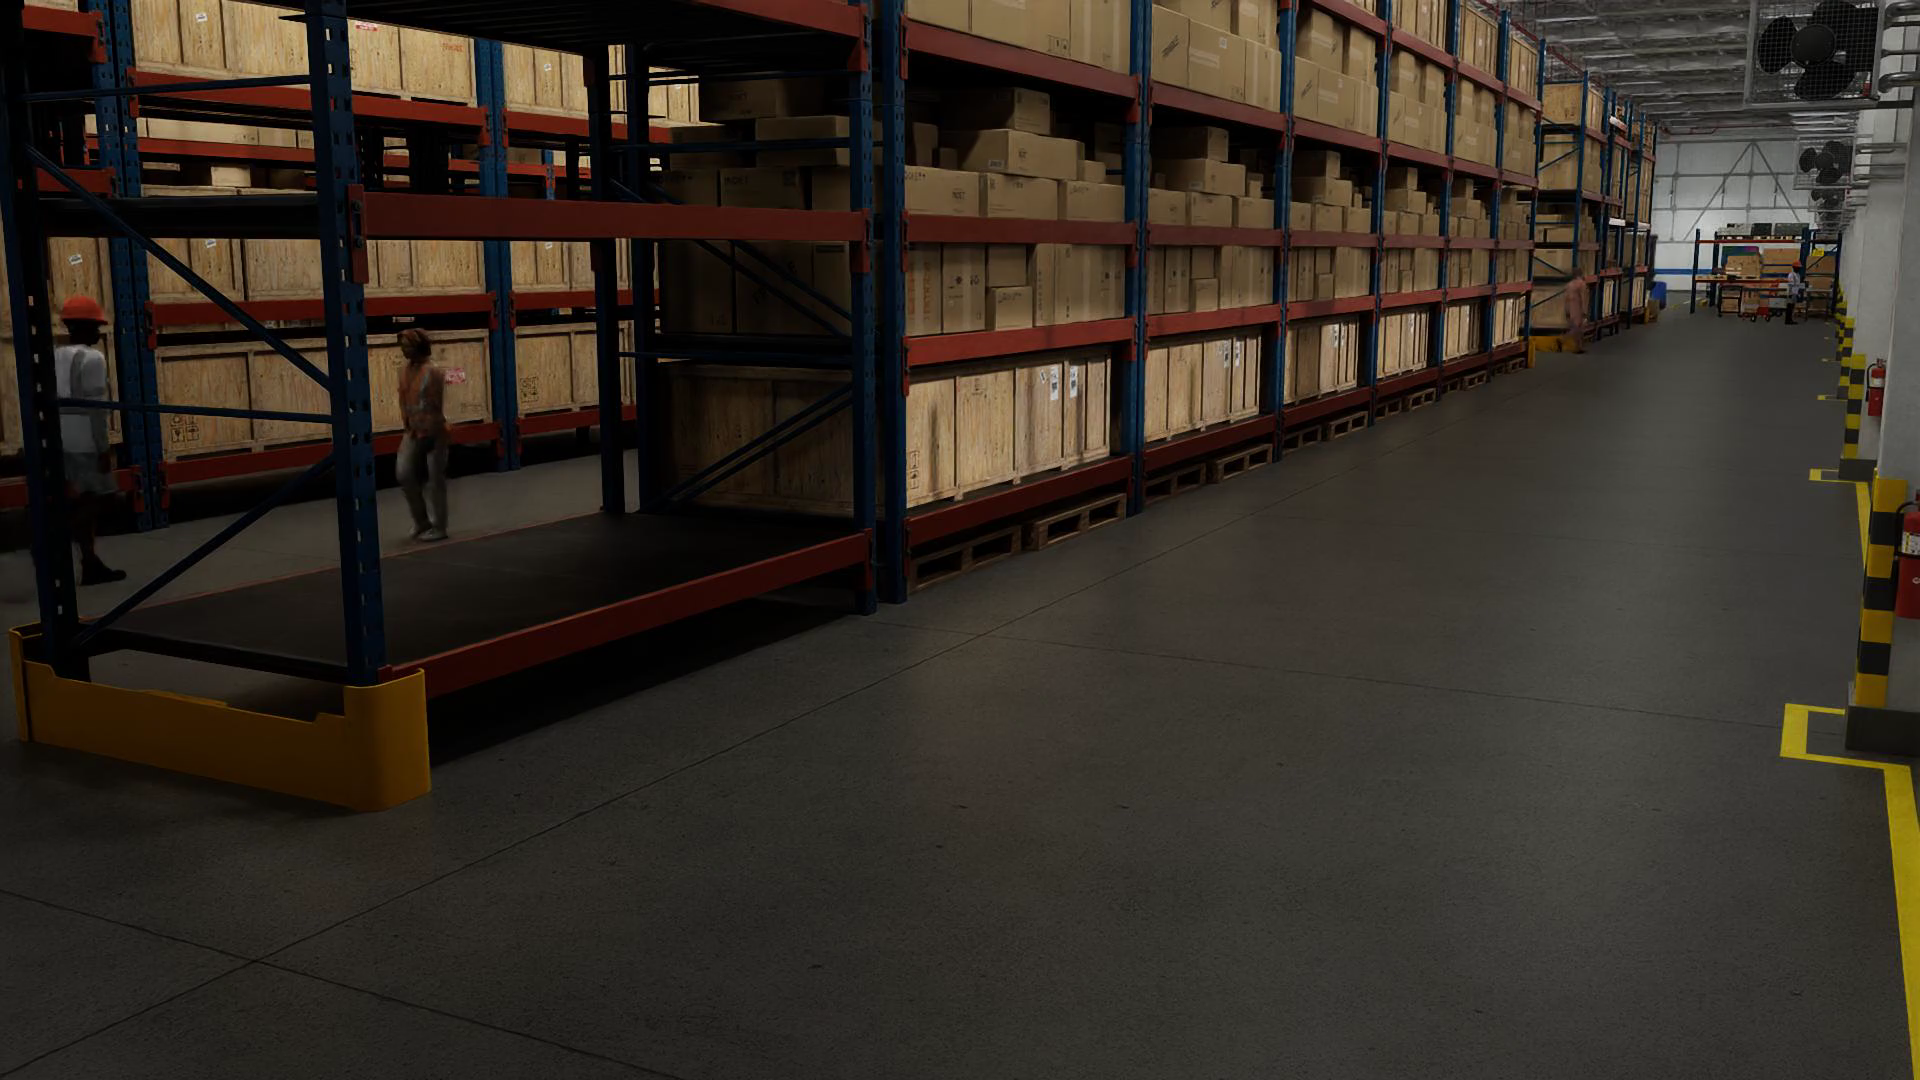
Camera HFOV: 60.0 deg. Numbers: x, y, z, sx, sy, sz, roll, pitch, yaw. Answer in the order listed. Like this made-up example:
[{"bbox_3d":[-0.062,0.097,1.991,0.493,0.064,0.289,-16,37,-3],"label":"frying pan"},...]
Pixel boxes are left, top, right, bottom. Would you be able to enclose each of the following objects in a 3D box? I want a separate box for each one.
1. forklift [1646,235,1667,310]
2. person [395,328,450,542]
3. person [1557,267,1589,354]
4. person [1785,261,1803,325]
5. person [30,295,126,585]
[{"bbox_3d":[25.663,-10.052,62.539,1.873,2.768,1.129,-7,12,-35],"label":"forklift"},{"bbox_3d":[-4.039,-0.783,12.505,0.516,1.615,0.409,5,11,29],"label":"person"},{"bbox_3d":[13.270,-4.951,35.880,0.685,1.887,0.652,0,10,-2],"label":"person"},{"bbox_3d":[25.395,-7.524,50.631,0.546,1.939,0.375,-9,13,-41],"label":"person"},{"bbox_3d":[-5.736,-0.621,10.773,0.577,1.907,0.676,6,12,33],"label":"person"}]
